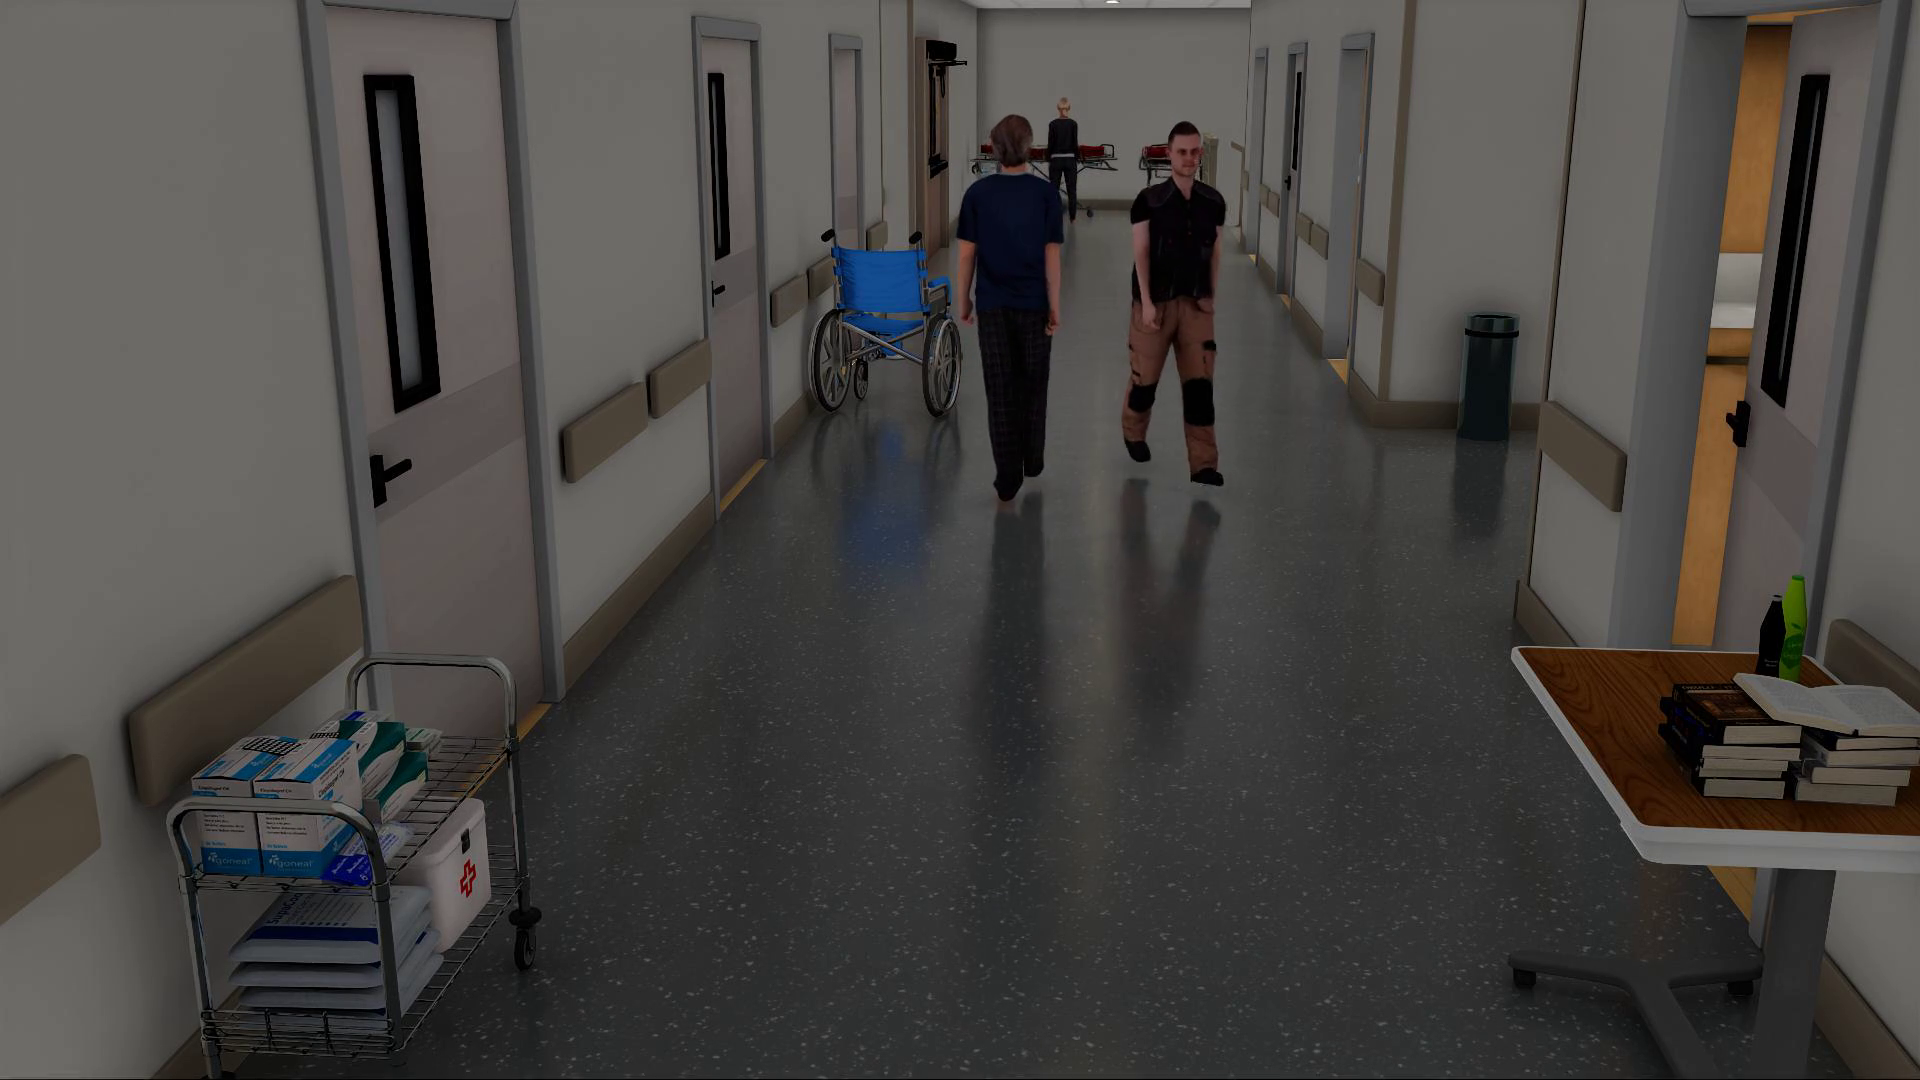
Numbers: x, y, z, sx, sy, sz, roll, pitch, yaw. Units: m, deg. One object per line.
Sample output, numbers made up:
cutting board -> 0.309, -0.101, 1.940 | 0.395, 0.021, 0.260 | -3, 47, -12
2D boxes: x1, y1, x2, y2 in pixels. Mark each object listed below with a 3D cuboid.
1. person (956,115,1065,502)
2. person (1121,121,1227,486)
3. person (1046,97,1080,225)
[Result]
person -> 0.260, -1.096, 8.109 | 0.716, 1.847, 0.940 | 0, 16, -1
person -> 1.057, -1.203, 8.596 | 0.847, 1.787, 1.288 | -3, 16, -10
person -> 1.446, -5.319, 23.312 | 0.602, 1.724, 0.521 | 1, 16, 3
